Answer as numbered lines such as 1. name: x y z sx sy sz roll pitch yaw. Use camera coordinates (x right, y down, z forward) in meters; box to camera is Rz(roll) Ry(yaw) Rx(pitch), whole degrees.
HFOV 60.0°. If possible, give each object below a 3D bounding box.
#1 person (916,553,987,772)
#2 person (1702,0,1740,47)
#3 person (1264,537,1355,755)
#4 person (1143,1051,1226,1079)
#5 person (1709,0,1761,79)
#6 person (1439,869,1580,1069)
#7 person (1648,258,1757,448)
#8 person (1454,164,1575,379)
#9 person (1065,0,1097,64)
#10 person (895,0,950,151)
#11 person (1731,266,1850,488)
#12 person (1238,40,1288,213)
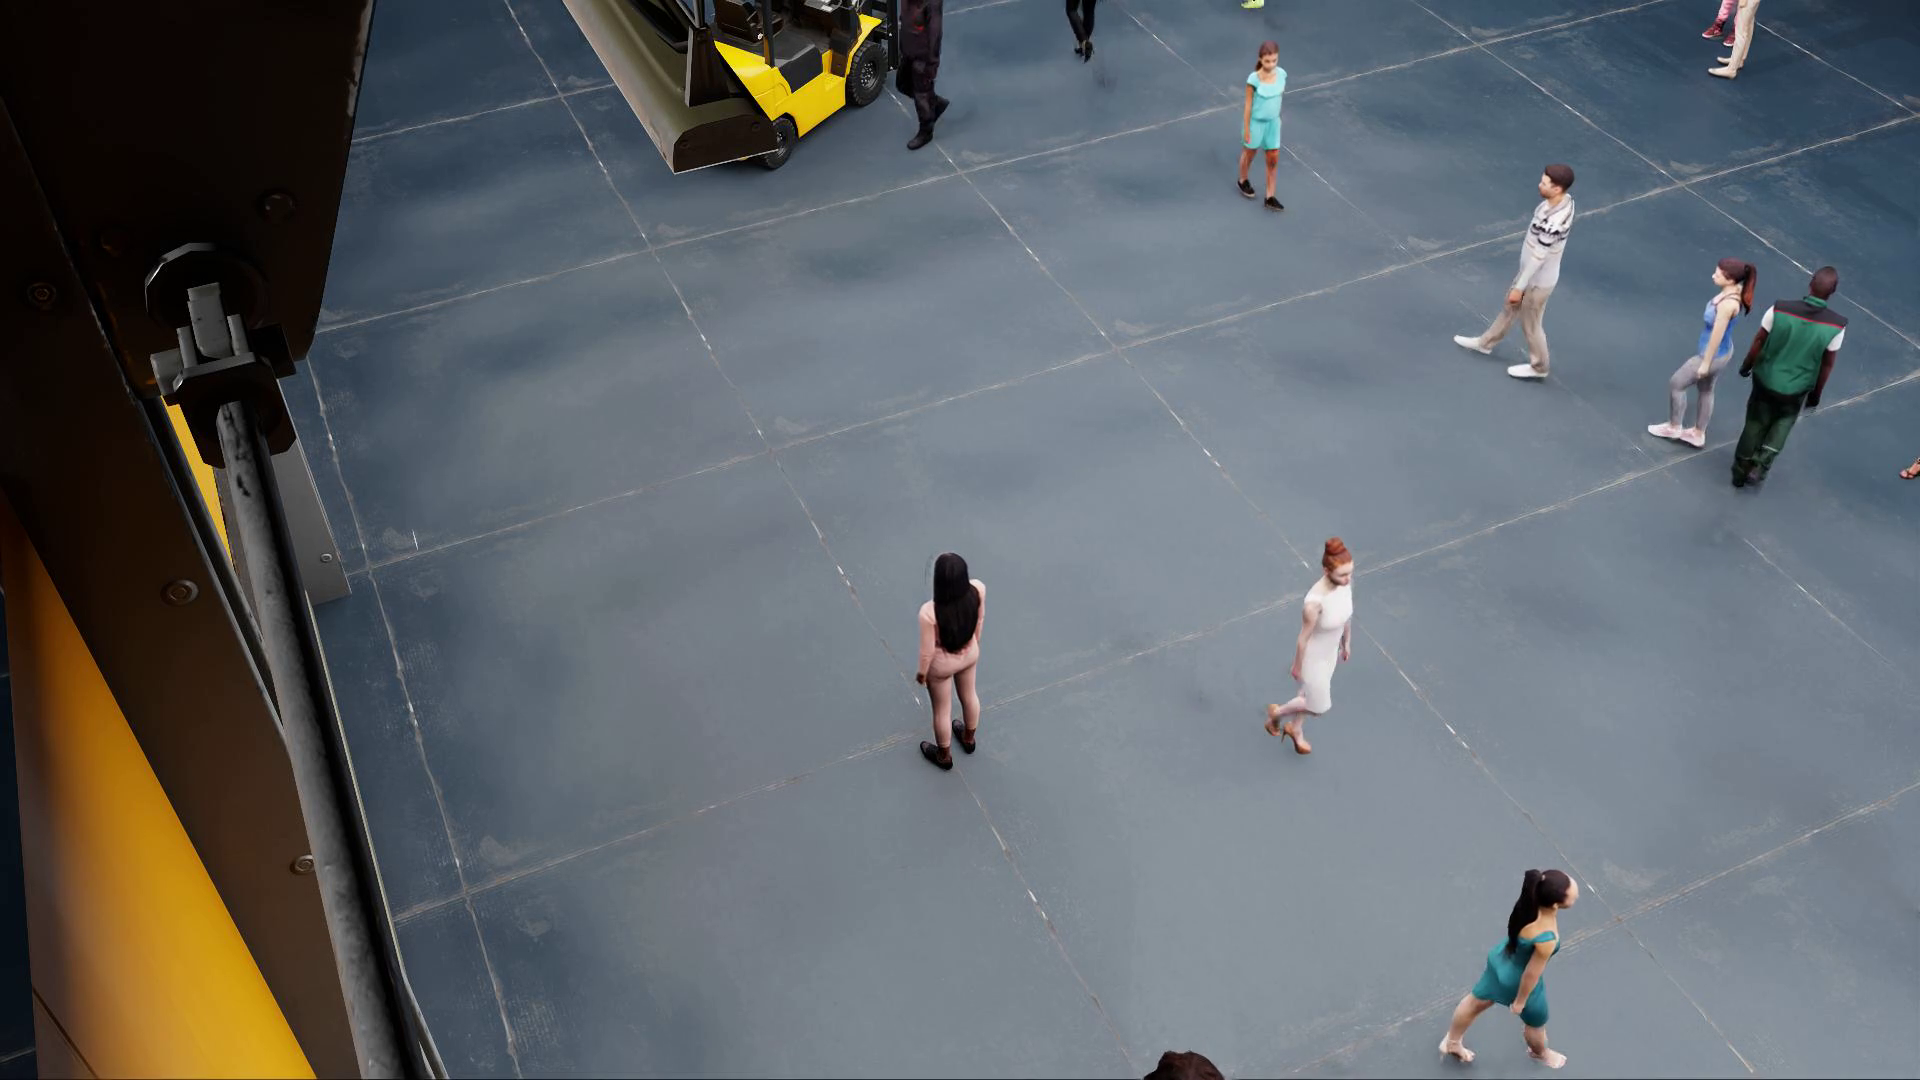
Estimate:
1. person: -0.050 0.714 9.923 0.659 1.722 0.610 -28 50 -26
2. person: 8.012 -5.788 16.949 0.655 1.443 0.515 -31 52 -28
3. person: 2.067 0.637 9.956 0.782 1.786 0.702 32 52 29
4. person: 1.025 2.799 7.819 0.826 1.604 0.913 7 44 8
5. person: 7.814 -5.400 16.358 0.739 1.698 0.710 22 48 22
6. person: 2.729 2.194 8.415 0.866 1.658 0.927 -1 44 -1
7. person: 5.561 -1.335 12.167 0.790 1.592 0.741 25 49 24
8. person: 4.480 -2.011 12.703 1.150 1.831 1.073 17 46 17
9. person: 1.270 -5.483 16.482 0.638 1.647 0.832 -14 45 -14
10. person: -0.285 -4.536 15.369 0.857 1.811 0.824 -28 50 -26
11. person: 5.770 -1.072 11.724 0.814 1.823 0.901 22 48 21
12. person: 2.626 -3.726 14.719 0.606 1.535 0.886 -14 45 -14
